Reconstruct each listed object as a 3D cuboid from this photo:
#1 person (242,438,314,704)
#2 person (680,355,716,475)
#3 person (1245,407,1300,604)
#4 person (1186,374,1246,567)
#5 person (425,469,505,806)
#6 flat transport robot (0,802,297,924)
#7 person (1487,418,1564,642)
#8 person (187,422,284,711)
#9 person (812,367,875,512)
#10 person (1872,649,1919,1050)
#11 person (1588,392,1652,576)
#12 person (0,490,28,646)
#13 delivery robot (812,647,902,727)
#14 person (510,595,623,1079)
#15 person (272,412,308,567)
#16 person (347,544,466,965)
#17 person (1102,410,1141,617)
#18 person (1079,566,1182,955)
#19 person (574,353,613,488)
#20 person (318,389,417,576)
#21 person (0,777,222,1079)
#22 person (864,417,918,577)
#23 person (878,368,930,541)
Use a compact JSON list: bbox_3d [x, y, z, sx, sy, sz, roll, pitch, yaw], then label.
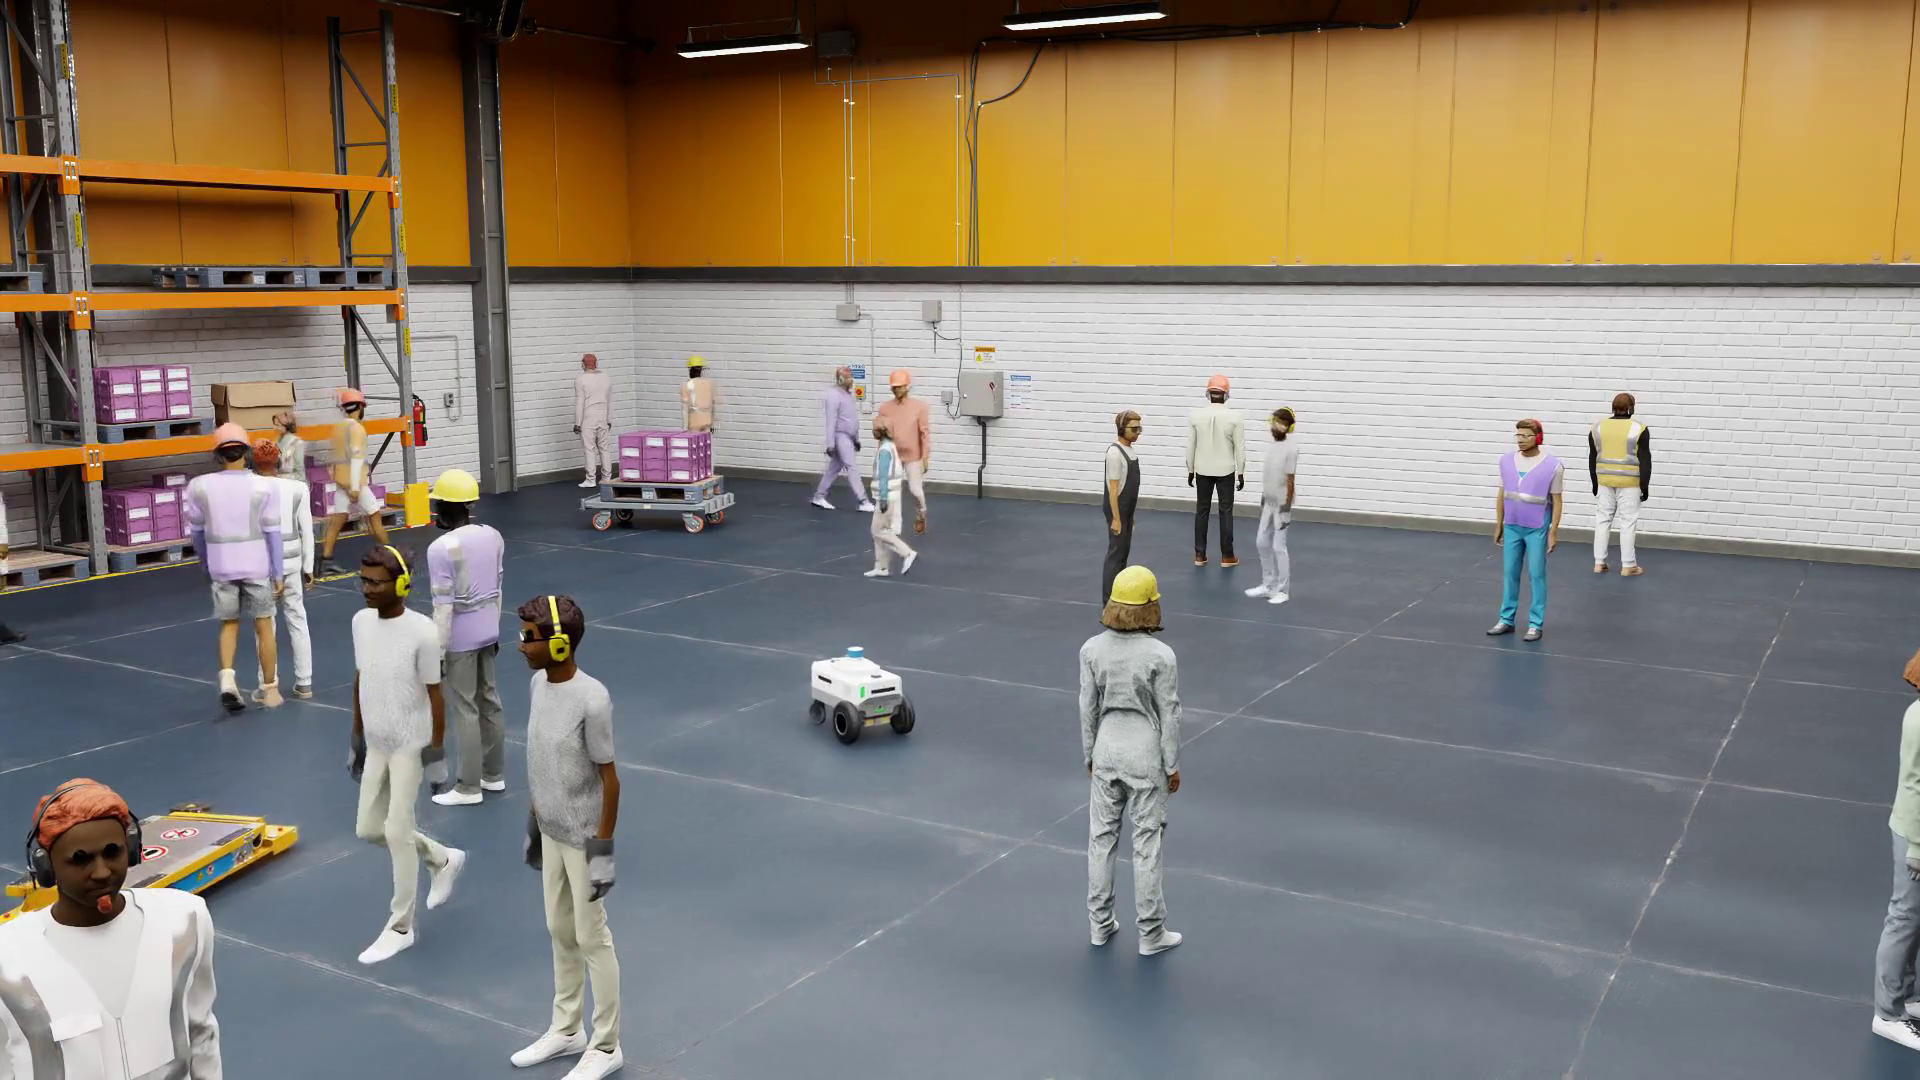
[{"bbox_3d":[-4.851,0.219,11.748,0.581,1.880,0.339,-8,12,-41],"label":"person"},{"bbox_3d":[-3.710,-1.614,23.138,0.623,1.890,0.876,-9,13,-43],"label":"person"},{"bbox_3d":[2.916,-0.313,15.239,0.374,1.835,0.573,-4,10,-22],"label":"person"},{"bbox_3d":[2.657,-0.717,17.243,0.625,1.991,0.394,4,10,23],"label":"person"},{"bbox_3d":[-2.829,0.555,9.503,0.361,1.930,0.588,3,10,19],"label":"person"},{"bbox_3d":[-3.955,1.600,8.143,0.652,0.197,1.431,2,9,11],"label":"flat transport robot"},{"bbox_3d":[4.711,-0.090,13.789,0.391,1.846,0.564,-8,12,-41],"label":"person"},{"bbox_3d":[-4.961,0.208,11.424,0.613,2.014,0.614,-2,9,-11],"label":"person"},{"bbox_3d":[-1.486,-1.286,21.242,0.984,1.860,0.664,2,9,14],"label":"person"},{"bbox_3d":[3.823,1.173,6.565,0.274,1.632,0.507,8,12,41],"label":"person"},{"bbox_3d":[6.651,-0.563,16.756,0.627,1.845,0.429,9,13,44],"label":"person"},{"bbox_3d":[-7.888,-0.046,13.297,0.557,1.919,0.735,3,10,21],"label":"person"},{"bbox_3d":[-0.690,0.953,11.005,0.477,0.478,0.707,-6,11,-33],"label":"delivery robot"},{"bbox_3d":[-1.465,1.118,6.205,0.335,1.864,0.521,-9,13,-43],"label":"person"},{"bbox_3d":[-6.865,-0.505,17.053,0.521,1.625,0.388,6,11,32],"label":"person"},{"bbox_3d":[-2.501,0.918,7.462,0.530,1.858,0.610,5,10,29],"label":"person"},{"bbox_3d":[1.426,-0.221,14.617,0.327,1.842,0.511,4,10,21],"label":"person"},{"bbox_3d":[0.771,0.977,7.450,0.483,1.745,0.299,6,11,32],"label":"person"},{"bbox_3d":[-5.227,-1.693,23.614,0.400,1.905,0.645,8,12,40],"label":"person"},{"bbox_3d":[-6.089,-0.588,16.829,1.020,1.863,0.566,-8,12,-43],"label":"person"},{"bbox_3d":[-1.986,1.479,3.886,0.355,1.882,0.575,8,12,40],"label":"person"},{"bbox_3d":[-0.705,-0.419,16.522,0.466,1.622,0.531,0,9,1],"label":"person"},{"bbox_3d":[-0.622,-0.961,18.818,0.618,1.975,0.800,2,9,10],"label":"person"}]
